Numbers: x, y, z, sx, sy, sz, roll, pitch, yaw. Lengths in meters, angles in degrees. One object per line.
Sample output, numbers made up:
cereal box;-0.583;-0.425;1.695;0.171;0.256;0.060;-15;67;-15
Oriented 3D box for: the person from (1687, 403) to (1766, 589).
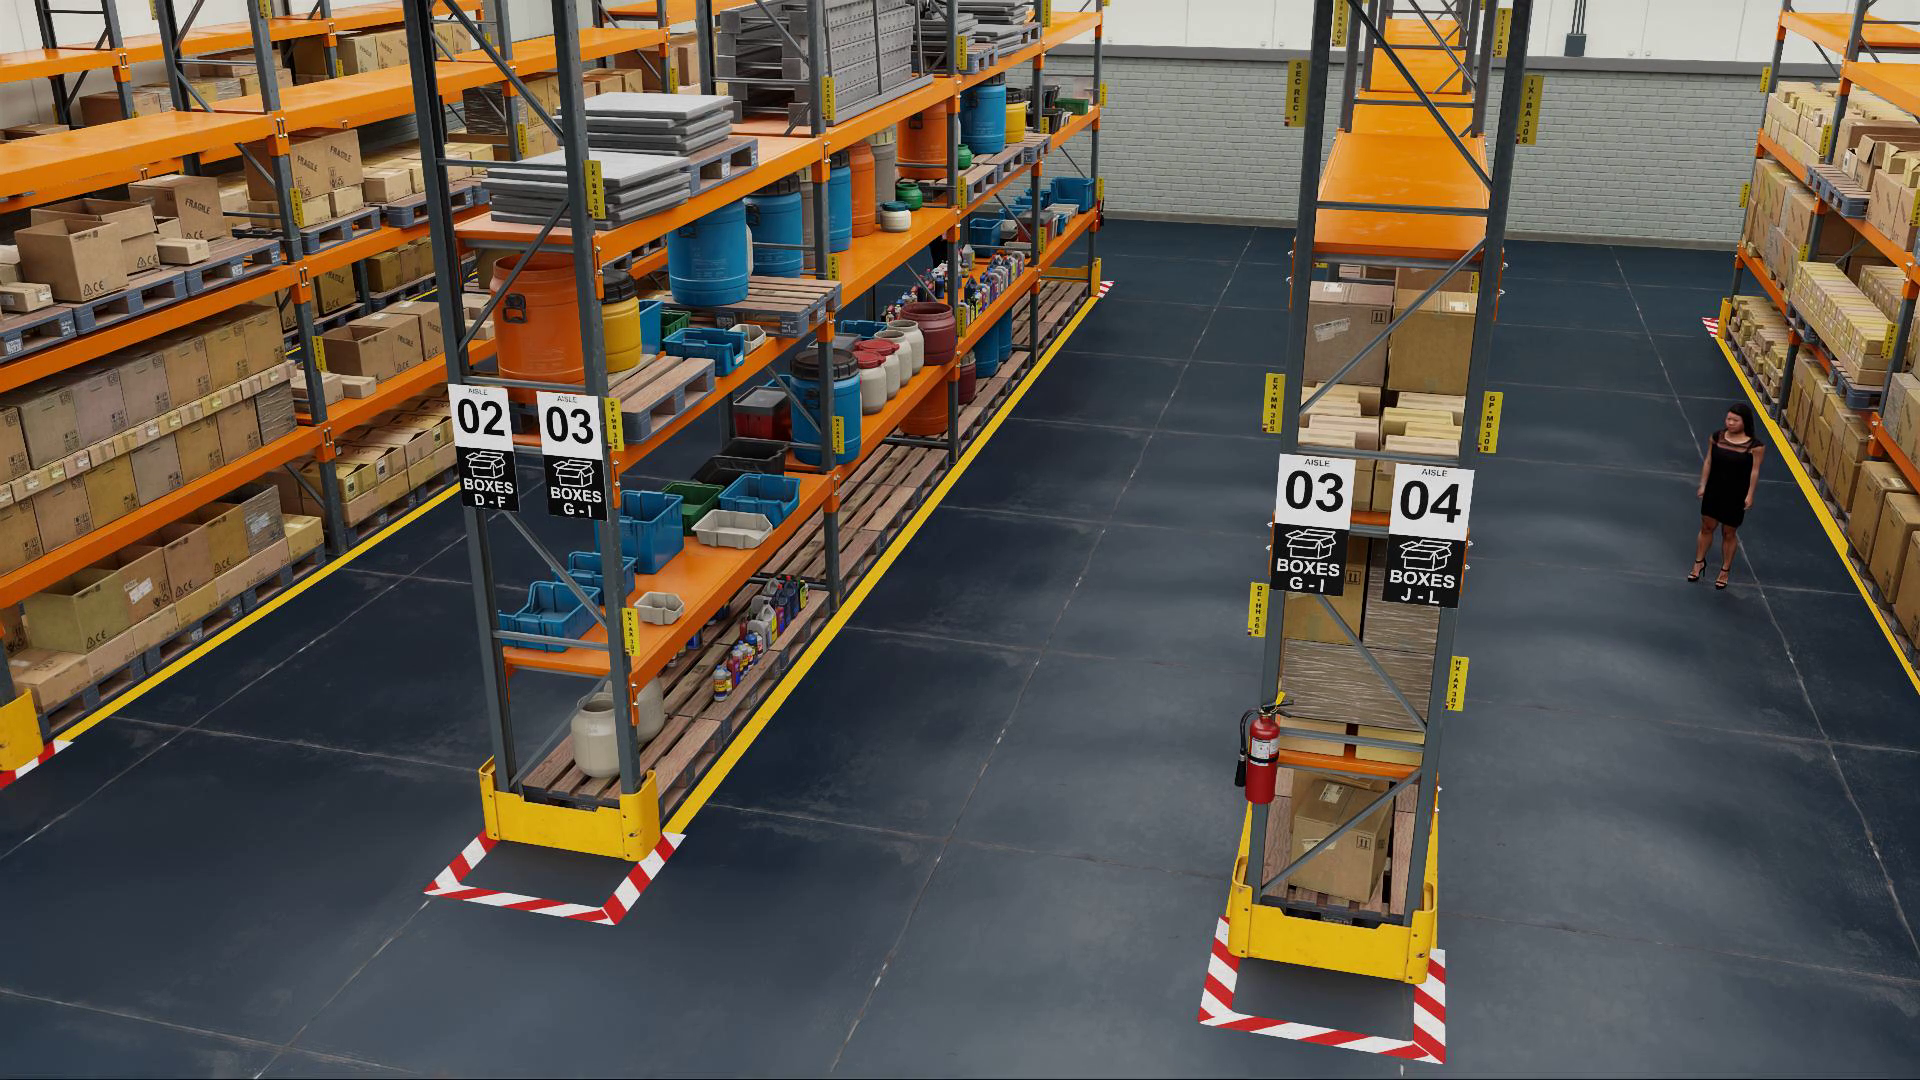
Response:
person;6.839;-0.400;14.844;0.779;1.717;0.755;-20;29;-39
